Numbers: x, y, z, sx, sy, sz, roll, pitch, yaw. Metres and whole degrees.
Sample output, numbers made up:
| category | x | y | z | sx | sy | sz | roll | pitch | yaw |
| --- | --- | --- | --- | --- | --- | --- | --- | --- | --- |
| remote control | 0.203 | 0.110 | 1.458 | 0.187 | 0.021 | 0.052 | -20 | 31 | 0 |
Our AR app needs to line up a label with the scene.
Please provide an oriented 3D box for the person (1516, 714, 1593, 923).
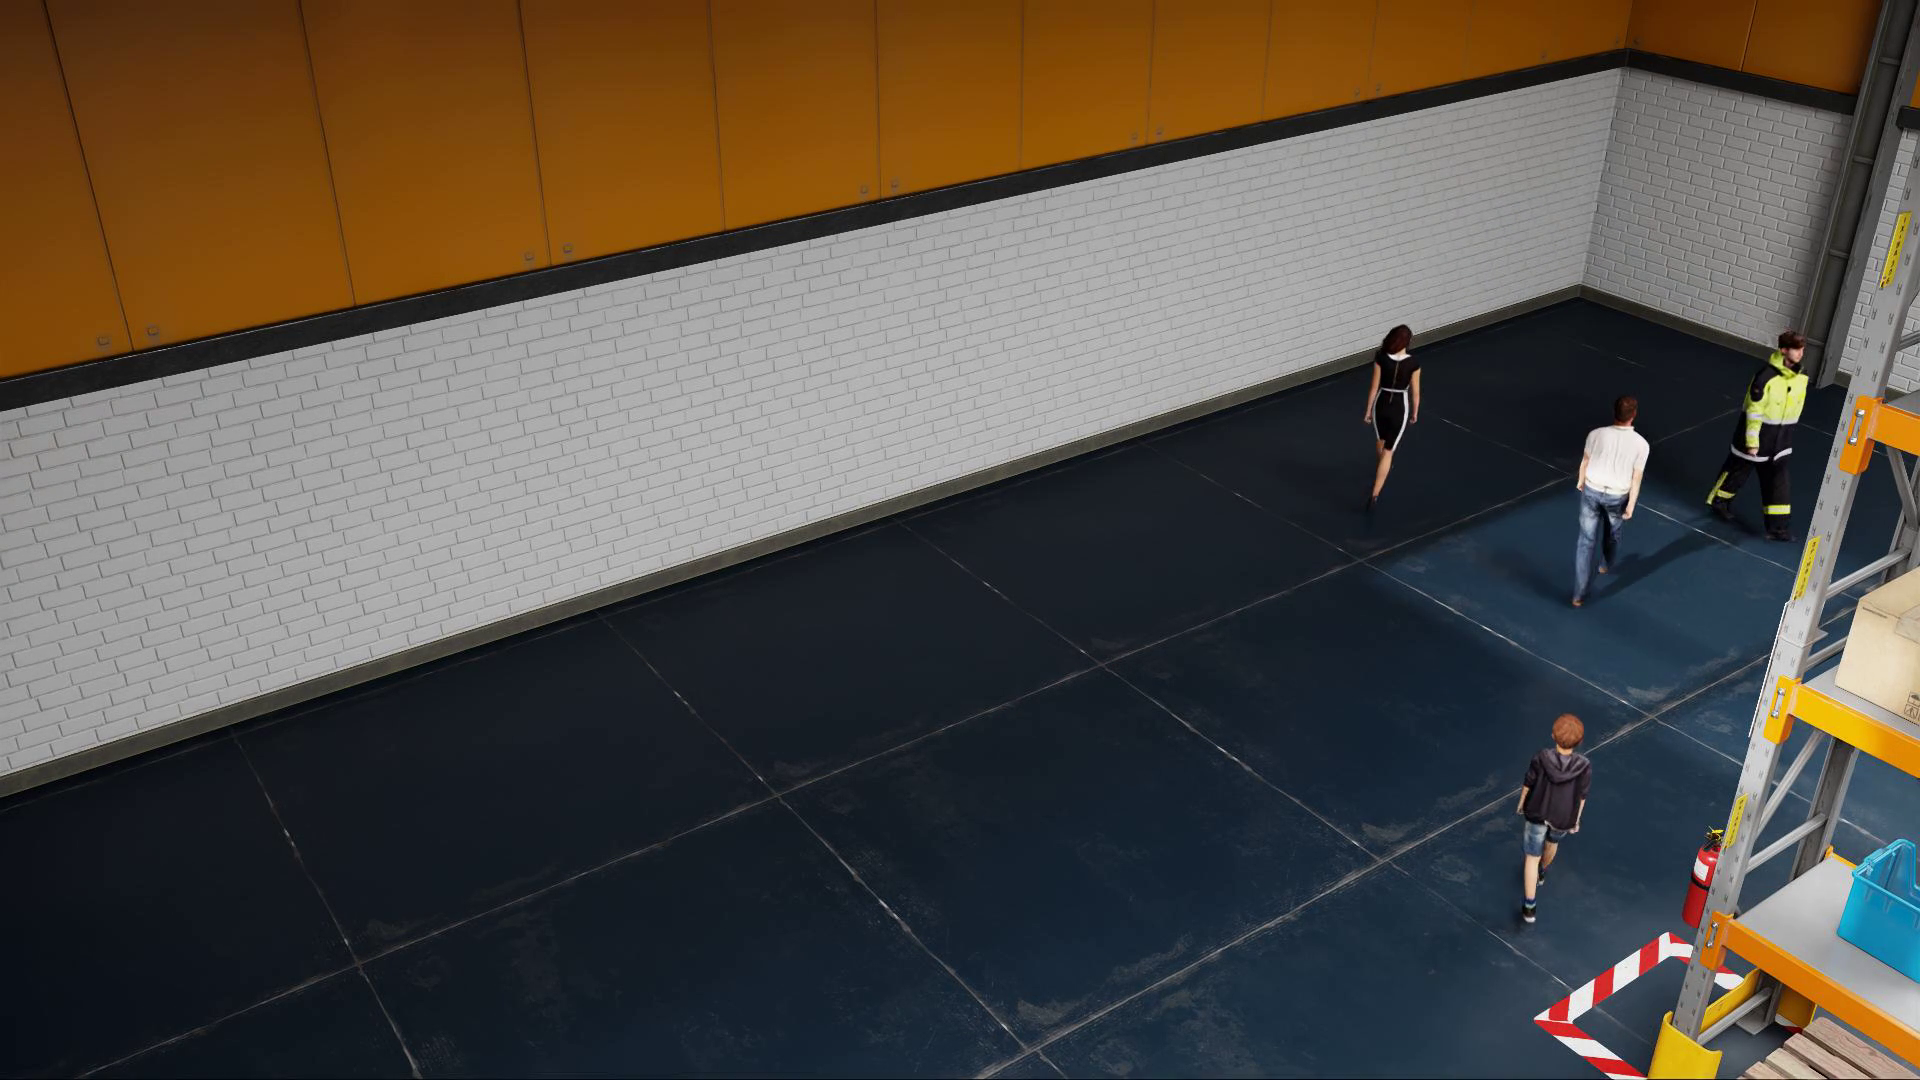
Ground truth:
| category | x | y | z | sx | sy | sz | roll | pitch | yaw |
| --- | --- | --- | --- | --- | --- | --- | --- | --- | --- |
| person | 3.732 | 1.774 | 10.548 | 0.952 | 1.414 | 0.956 | 8 | 30 | 14 |

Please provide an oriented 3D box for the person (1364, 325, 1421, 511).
| category | x | y | z | sx | sy | sz | roll | pitch | yaw |
| --- | --- | --- | --- | --- | --- | --- | --- | --- | --- |
| person | 3.981 | -1.093 | 15.451 | 1.158 | 1.752 | 1.059 | 12 | 31 | 21 |

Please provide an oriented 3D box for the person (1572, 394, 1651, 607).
| category | x | y | z | sx | sy | sz | roll | pitch | yaw |
| --- | --- | --- | --- | --- | --- | --- | --- | --- | --- |
| person | 5.371 | -0.297 | 13.927 | 1.198 | 1.813 | 1.100 | 13 | 31 | 22 |

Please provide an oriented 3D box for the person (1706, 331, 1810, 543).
| category | x | y | z | sx | sy | sz | roll | pitch | yaw |
| --- | --- | --- | --- | --- | --- | --- | --- | --- | --- |
| person | 7.223 | -0.983 | 15.061 | 1.024 | 1.932 | 1.318 | -9 | 30 | -16 |
